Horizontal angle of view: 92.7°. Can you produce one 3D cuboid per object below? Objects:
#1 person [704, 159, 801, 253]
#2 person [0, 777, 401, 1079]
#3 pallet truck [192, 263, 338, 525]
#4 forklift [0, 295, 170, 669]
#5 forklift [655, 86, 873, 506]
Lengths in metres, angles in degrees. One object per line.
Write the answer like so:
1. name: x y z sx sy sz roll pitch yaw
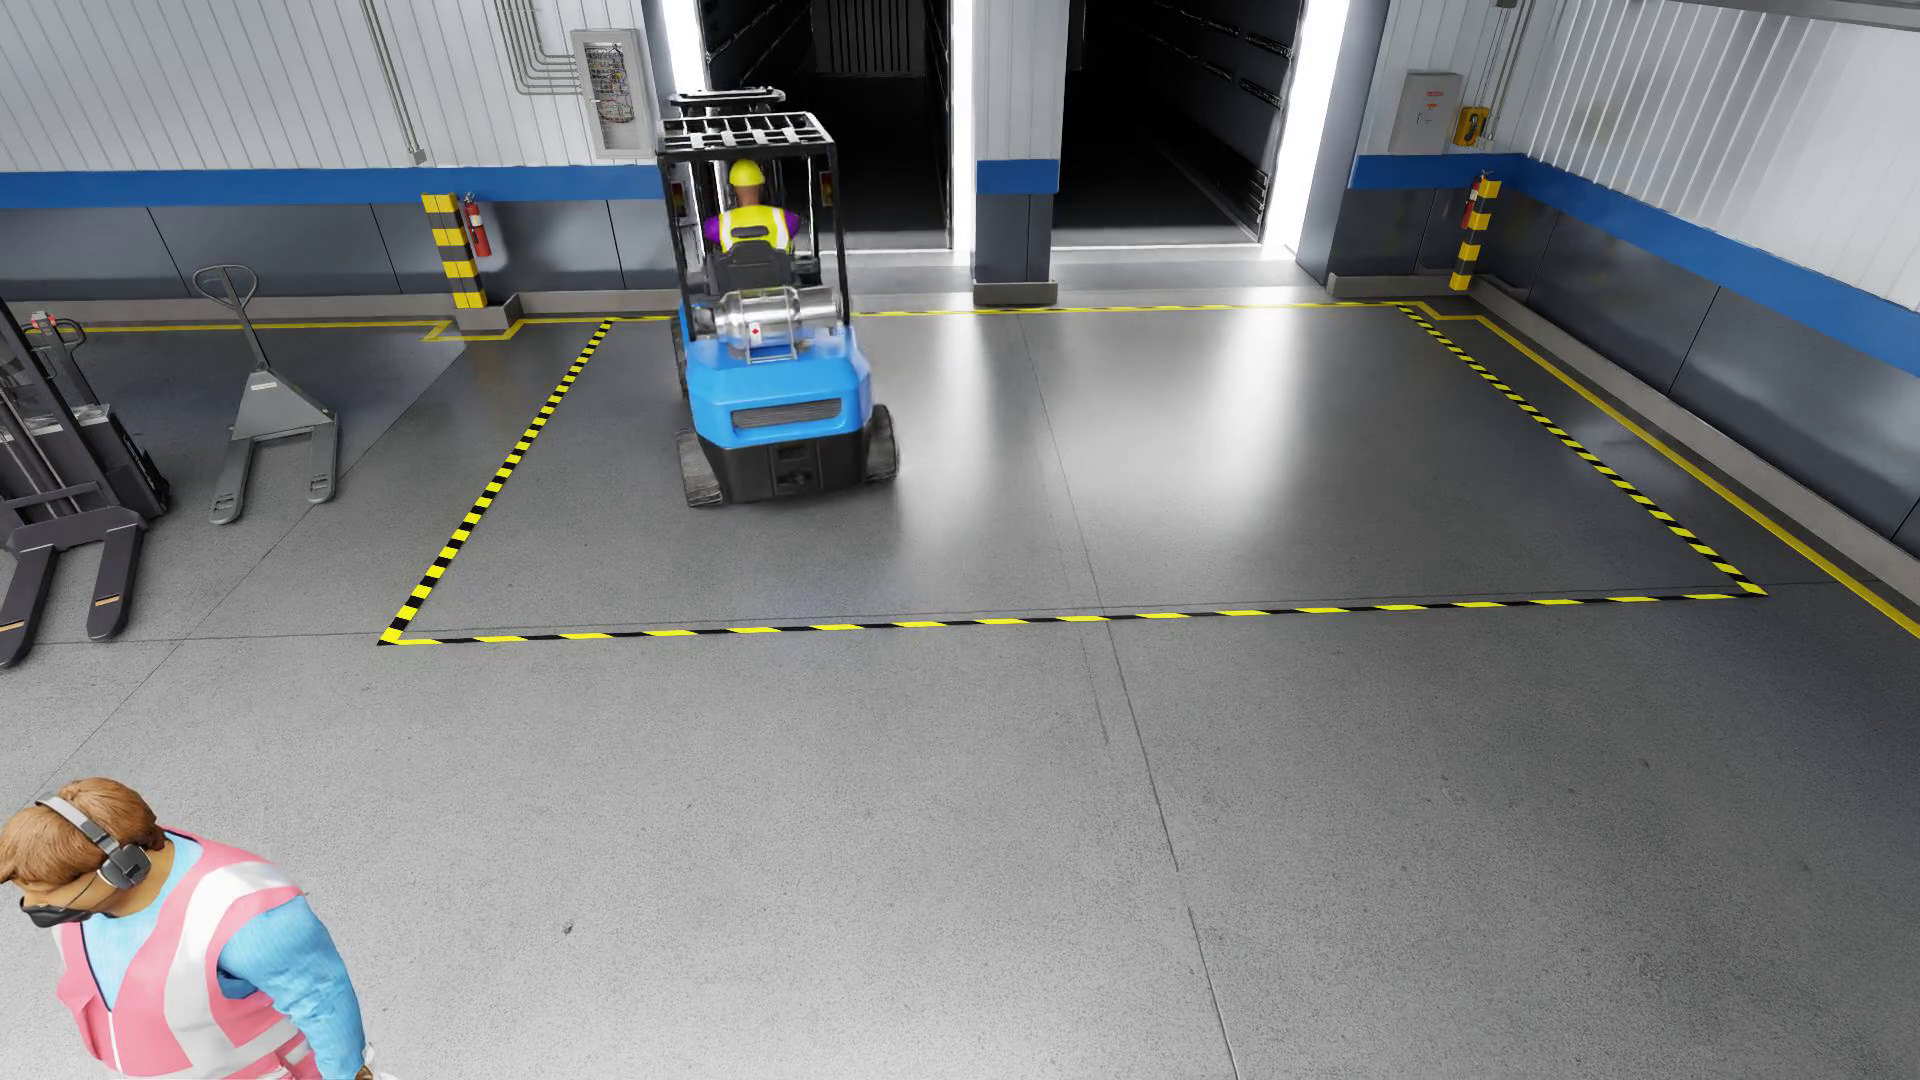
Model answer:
1. person: -1.375 -1.960 6.167 0.635 1.294 1.004 -9 36 -13
2. person: -1.773 1.267 2.305 0.632 1.842 0.429 9 36 12
3. pallet truck: -4.778 -1.027 6.128 0.680 1.201 1.601 -17 38 -23
4. forklift: -5.212 -0.618 4.878 0.823 1.965 1.885 -20 39 -26
5. forklift: -1.366 -1.772 6.226 1.157 2.036 2.680 -9 36 -13
